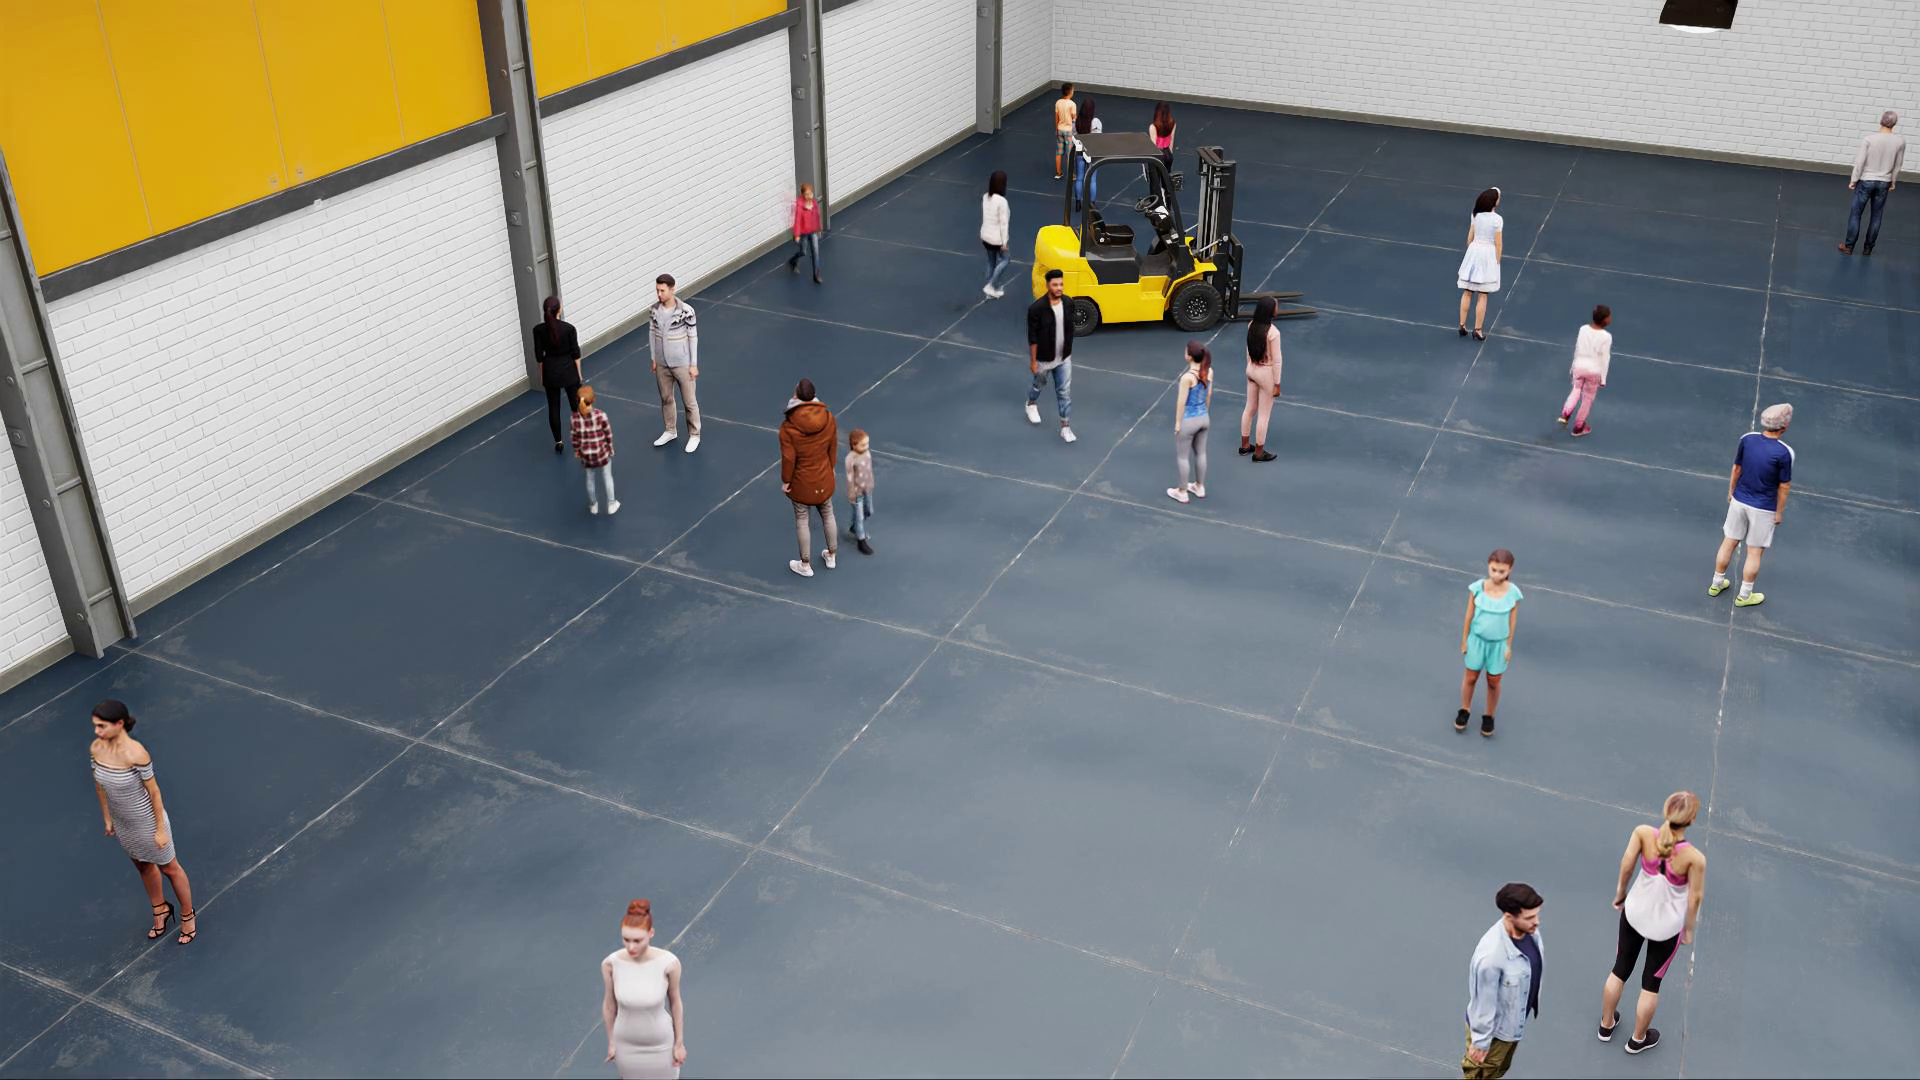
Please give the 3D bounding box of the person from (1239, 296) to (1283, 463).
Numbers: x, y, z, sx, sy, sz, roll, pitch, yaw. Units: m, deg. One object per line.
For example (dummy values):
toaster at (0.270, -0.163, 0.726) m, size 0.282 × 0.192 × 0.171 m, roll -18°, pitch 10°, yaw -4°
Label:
person at (3.006, -1.612, 16.585) m, size 0.723 × 1.722 × 0.700 m, roll -15°, pitch 32°, yaw -26°

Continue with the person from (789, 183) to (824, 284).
person at (-1.995, -3.953, 21.325) m, size 0.874 × 1.294 × 0.849 m, roll -20°, pitch 35°, yaw -33°

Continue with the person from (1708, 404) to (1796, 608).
person at (6.732, -0.314, 14.085) m, size 0.711 × 1.838 × 0.719 m, roll -20°, pitch 34°, yaw -32°

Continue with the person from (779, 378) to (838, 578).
person at (-1.301, -0.547, 14.512) m, size 0.821 × 1.838 × 0.905 m, roll -16°, pitch 32°, yaw -27°

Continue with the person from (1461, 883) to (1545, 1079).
person at (2.852, 2.556, 8.852) m, size 0.800 × 1.811 × 0.613 m, roll 23°, pitch 36°, yaw 36°

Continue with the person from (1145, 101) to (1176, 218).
person at (2.836, -5.407, 23.608) m, size 0.624 × 1.660 × 0.726 m, roll -17°, pitch 33°, yaw -28°

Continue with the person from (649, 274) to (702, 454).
person at (-2.883, -1.819, 16.821) m, size 0.688 × 1.860 × 0.552 m, roll 11°, pitch 30°, yaw 18°

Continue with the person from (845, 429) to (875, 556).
person at (-0.928, -0.470, 15.046) m, size 0.646 × 1.191 × 0.625 m, roll 25°, pitch 37°, yaw 37°

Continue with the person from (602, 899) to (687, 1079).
person at (-1.641, 2.622, 8.753) m, size 0.639 × 1.791 × 0.619 m, roll 0°, pitch 29°, yaw 0°

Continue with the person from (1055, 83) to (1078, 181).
person at (1.613, -6.221, 25.307) m, size 0.537 × 1.462 × 0.515 m, roll 16°, pitch 33°, yaw 27°

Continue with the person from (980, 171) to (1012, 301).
person at (0.371, -3.745, 20.595) m, size 0.761 × 1.627 × 0.737 m, roll -21°, pitch 35°, yaw -34°

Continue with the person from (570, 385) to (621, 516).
person at (-3.437, -0.841, 15.605) m, size 0.626 × 1.306 × 0.657 m, roll -2°, pitch 29°, yaw -3°

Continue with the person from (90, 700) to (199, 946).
person at (-5.069, 1.753, 10.313) m, size 0.624 × 1.822 × 0.562 m, roll 8°, pitch 30°, yaw 15°

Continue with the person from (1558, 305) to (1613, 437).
person at (6.424, -1.741, 17.118) m, size 0.760 × 1.439 × 0.700 m, roll -20°, pitch 34°, yaw -32°

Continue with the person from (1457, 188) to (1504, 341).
person at (6.093, -3.222, 19.439) m, size 0.849 × 1.816 × 0.812 m, roll -24°, pitch 37°, yaw -37°

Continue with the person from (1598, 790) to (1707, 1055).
person at (3.968, 2.187, 9.553) m, size 0.674 × 1.786 × 0.630 m, roll 25°, pitch 37°, yaw 37°

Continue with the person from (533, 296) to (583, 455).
person at (-4.018, -1.648, 16.715) m, size 0.679 × 1.660 × 0.685 m, roll -1°, pitch 29°, yaw -1°

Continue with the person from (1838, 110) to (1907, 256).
person at (12.175, -4.758, 22.155) m, size 0.788 × 1.911 × 0.710 m, roll 6°, pitch 29°, yaw 10°

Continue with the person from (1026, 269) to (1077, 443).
person at (0.894, -1.962, 17.178) m, size 1.191 × 1.769 × 1.248 m, roll -10°, pitch 30°, yaw -18°

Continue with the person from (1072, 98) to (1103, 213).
person at (1.819, -5.517, 23.836) m, size 0.623 × 1.633 × 0.540 m, roll 9°, pitch 30°, yaw 16°

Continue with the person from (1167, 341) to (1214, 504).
person at (2.216, -1.130, 15.822) m, size 0.610 × 1.607 × 0.707 m, roll -19°, pitch 34°, yaw -31°

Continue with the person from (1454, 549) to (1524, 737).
person at (3.963, 0.743, 12.442) m, size 0.546 × 1.556 × 0.513 m, roll 11°, pitch 30°, yaw 19°
